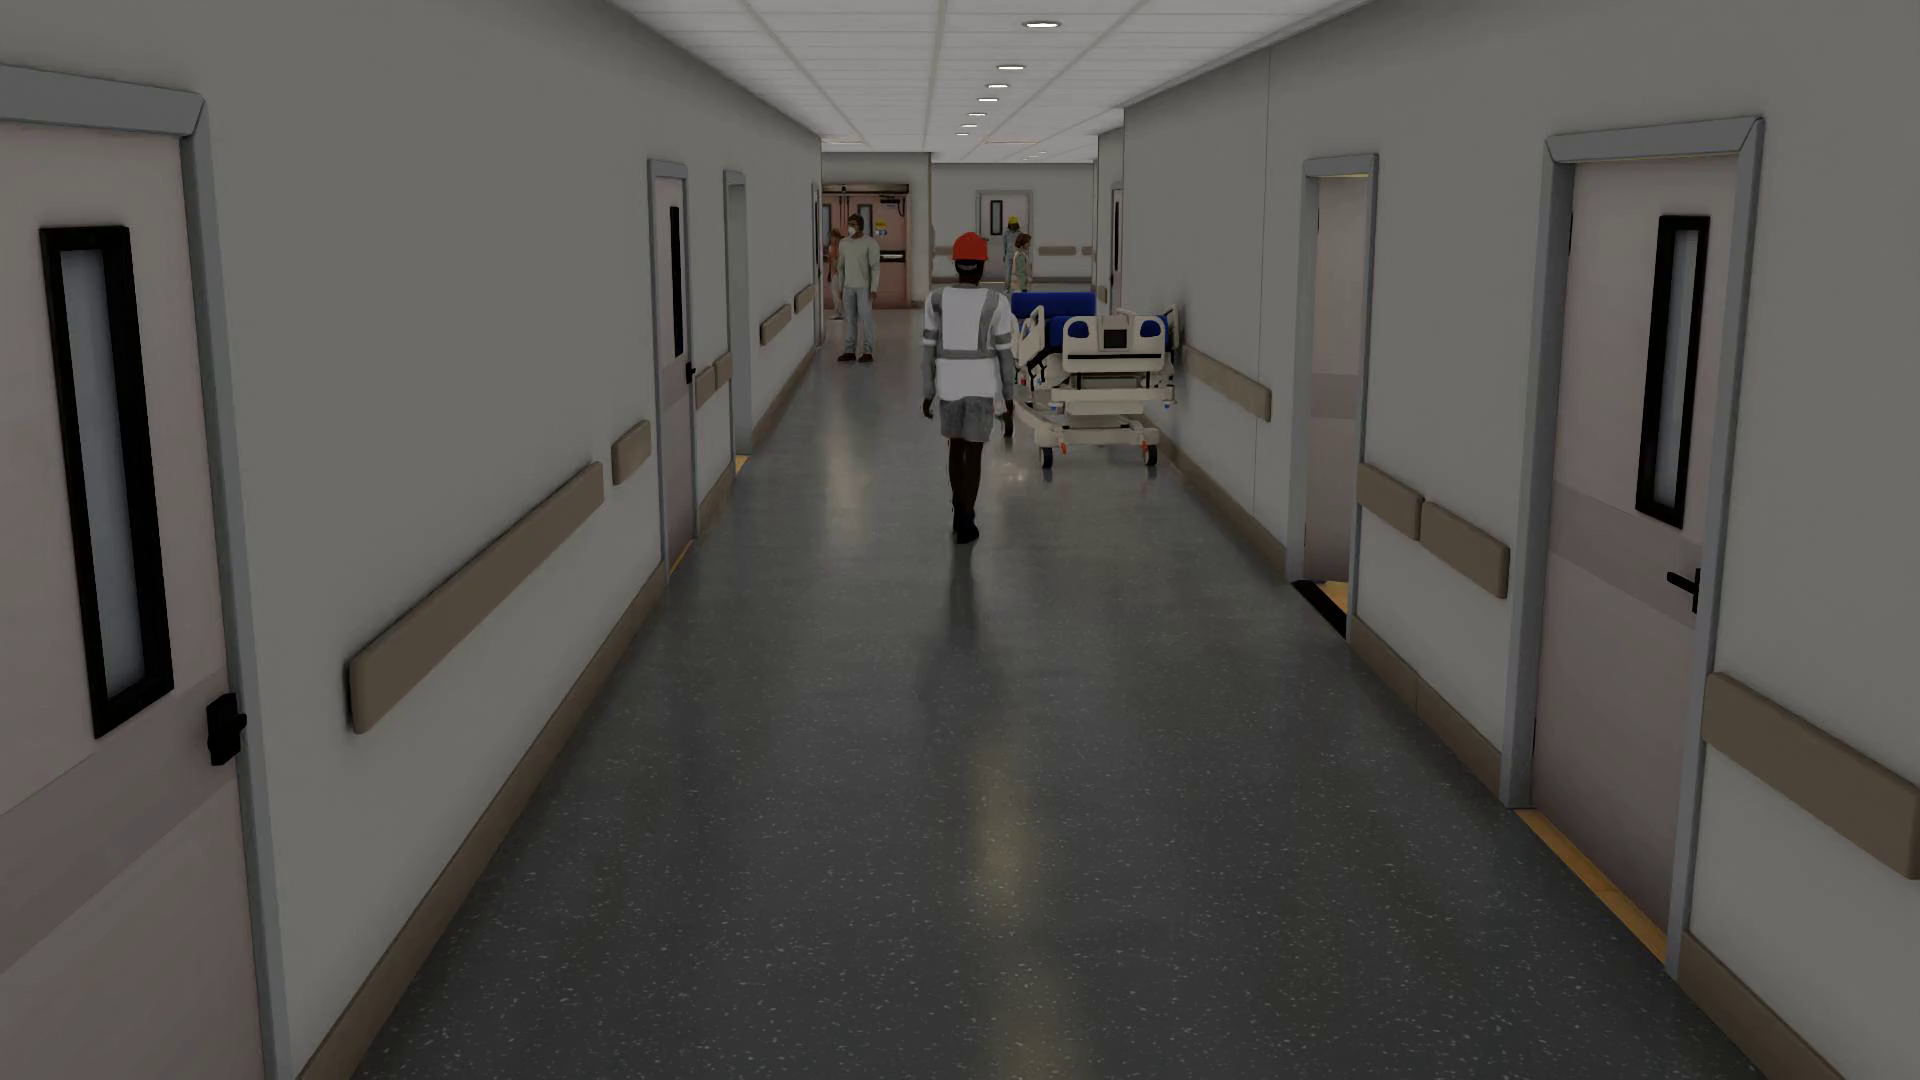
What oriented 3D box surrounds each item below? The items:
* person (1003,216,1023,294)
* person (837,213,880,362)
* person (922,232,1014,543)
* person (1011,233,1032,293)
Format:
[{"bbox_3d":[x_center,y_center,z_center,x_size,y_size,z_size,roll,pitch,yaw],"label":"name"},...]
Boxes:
[{"bbox_3d":[1.198,-6.389,37.359,0.489,1.741,0.321,2,12,12],"label":"person"},{"bbox_3d":[-1.337,-3.305,21.849,0.629,1.940,0.378,7,14,32],"label":"person"},{"bbox_3d":[0.085,-0.967,10.503,0.571,1.916,0.719,4,12,17],"label":"person"},{"bbox_3d":[0.895,-3.640,24.221,0.309,1.638,0.514,-1,12,-5],"label":"person"}]
